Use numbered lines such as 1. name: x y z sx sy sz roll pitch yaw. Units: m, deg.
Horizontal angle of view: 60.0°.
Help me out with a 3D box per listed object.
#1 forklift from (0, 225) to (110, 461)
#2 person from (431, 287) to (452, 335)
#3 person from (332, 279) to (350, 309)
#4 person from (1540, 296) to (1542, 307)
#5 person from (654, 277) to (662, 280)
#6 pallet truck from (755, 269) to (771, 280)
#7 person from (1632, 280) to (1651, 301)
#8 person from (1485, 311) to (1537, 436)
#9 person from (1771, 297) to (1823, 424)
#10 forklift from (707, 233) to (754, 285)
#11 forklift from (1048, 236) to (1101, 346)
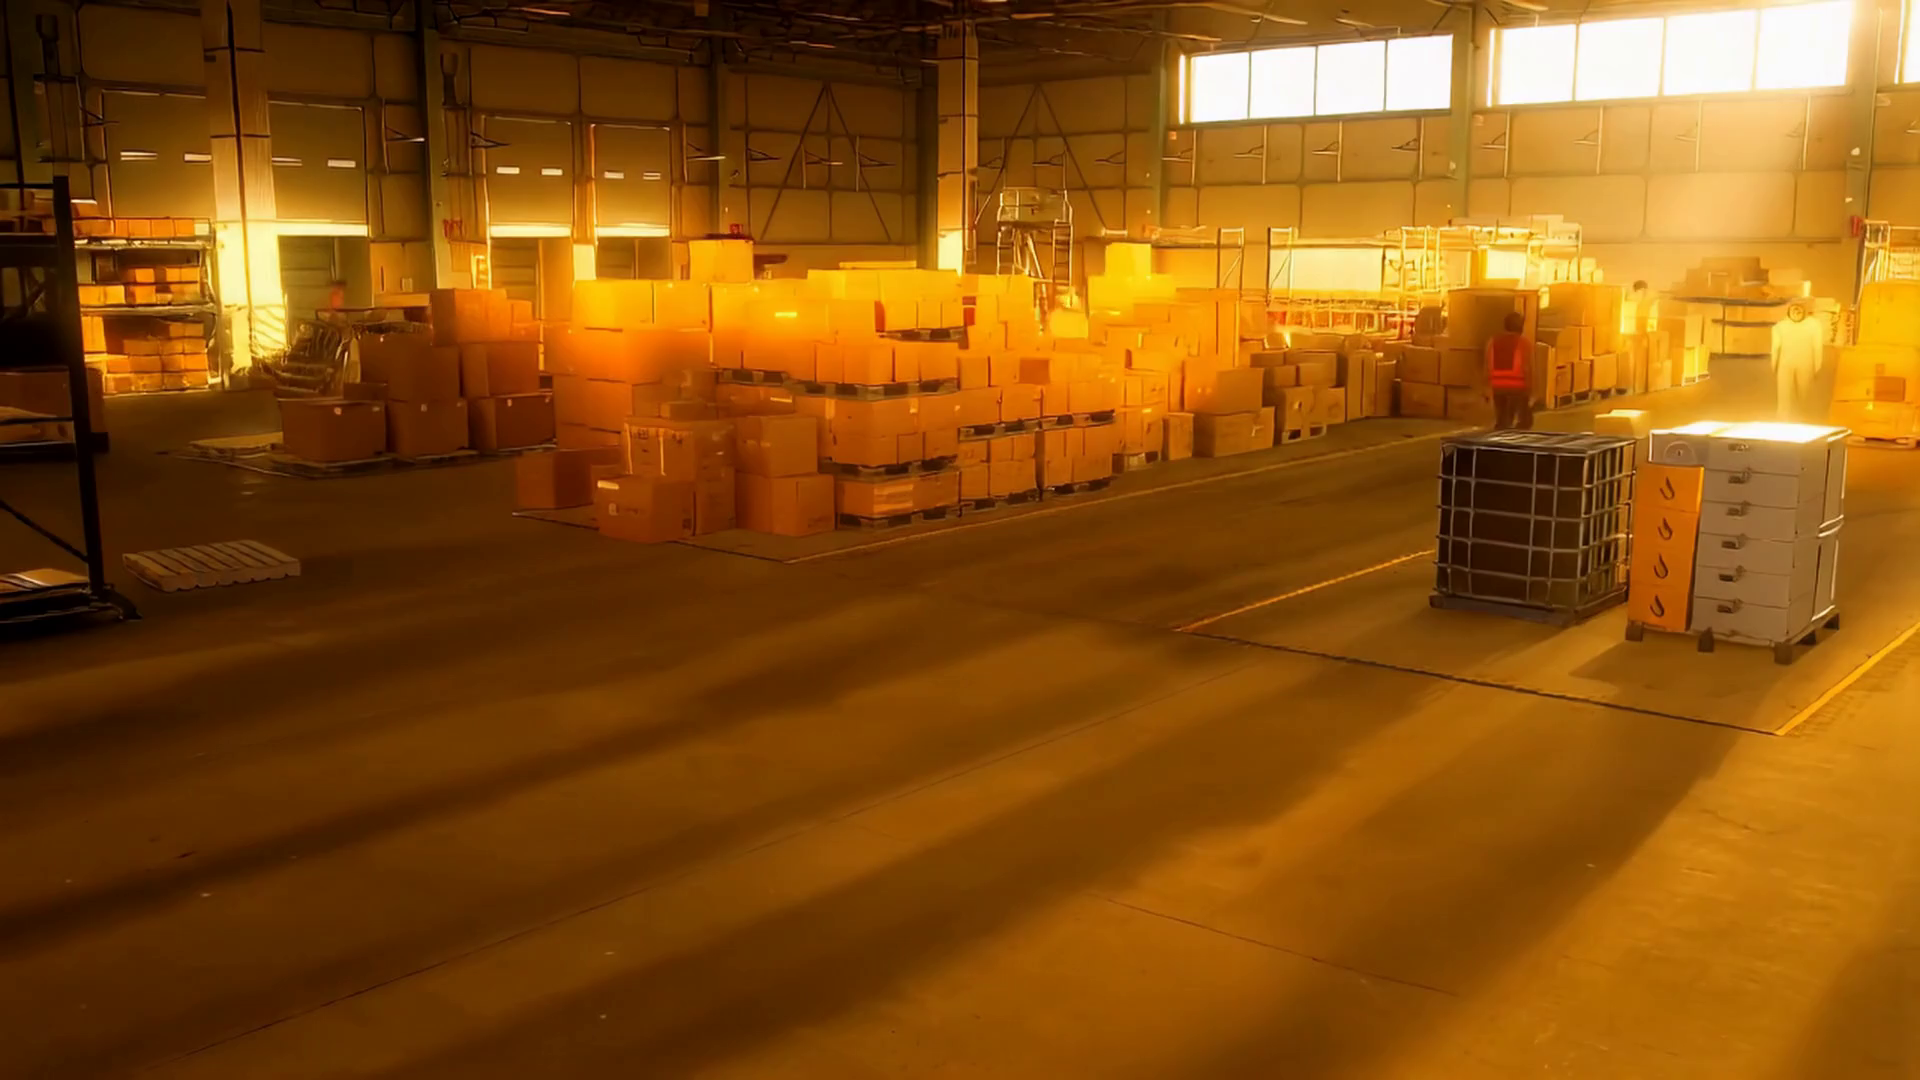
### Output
1. forklift: -11.381 -2.447 20.324 1.873 2.768 1.129 9 14 43
2. person: -8.319 -3.124 26.914 0.647 1.924 0.657 6 12 30
3. person: -13.521 -4.727 36.191 1.026 1.876 0.607 -5 11 -27
4. person: 11.443 -4.116 33.232 0.540 1.690 0.460 6 12 31
5. person: -6.512 -4.725 36.020 0.634 1.929 0.381 -5 11 -24
6. pallet truck: -4.996 -6.432 45.525 1.885 1.965 0.823 -6 12 -32
7. person: 13.623 -4.223 33.180 0.503 1.920 0.564 4 11 23
8. person: 6.322 -1.703 19.065 0.436 1.832 0.648 -8 13 -39
9. person: 11.190 -2.301 22.278 0.630 1.913 0.931 6 12 33
10. forklift: -4.412 -4.528 32.170 1.873 2.768 1.129 8 13 39
11. forklift: 3.013 -5.617 38.372 1.873 2.768 1.129 2 10 12
